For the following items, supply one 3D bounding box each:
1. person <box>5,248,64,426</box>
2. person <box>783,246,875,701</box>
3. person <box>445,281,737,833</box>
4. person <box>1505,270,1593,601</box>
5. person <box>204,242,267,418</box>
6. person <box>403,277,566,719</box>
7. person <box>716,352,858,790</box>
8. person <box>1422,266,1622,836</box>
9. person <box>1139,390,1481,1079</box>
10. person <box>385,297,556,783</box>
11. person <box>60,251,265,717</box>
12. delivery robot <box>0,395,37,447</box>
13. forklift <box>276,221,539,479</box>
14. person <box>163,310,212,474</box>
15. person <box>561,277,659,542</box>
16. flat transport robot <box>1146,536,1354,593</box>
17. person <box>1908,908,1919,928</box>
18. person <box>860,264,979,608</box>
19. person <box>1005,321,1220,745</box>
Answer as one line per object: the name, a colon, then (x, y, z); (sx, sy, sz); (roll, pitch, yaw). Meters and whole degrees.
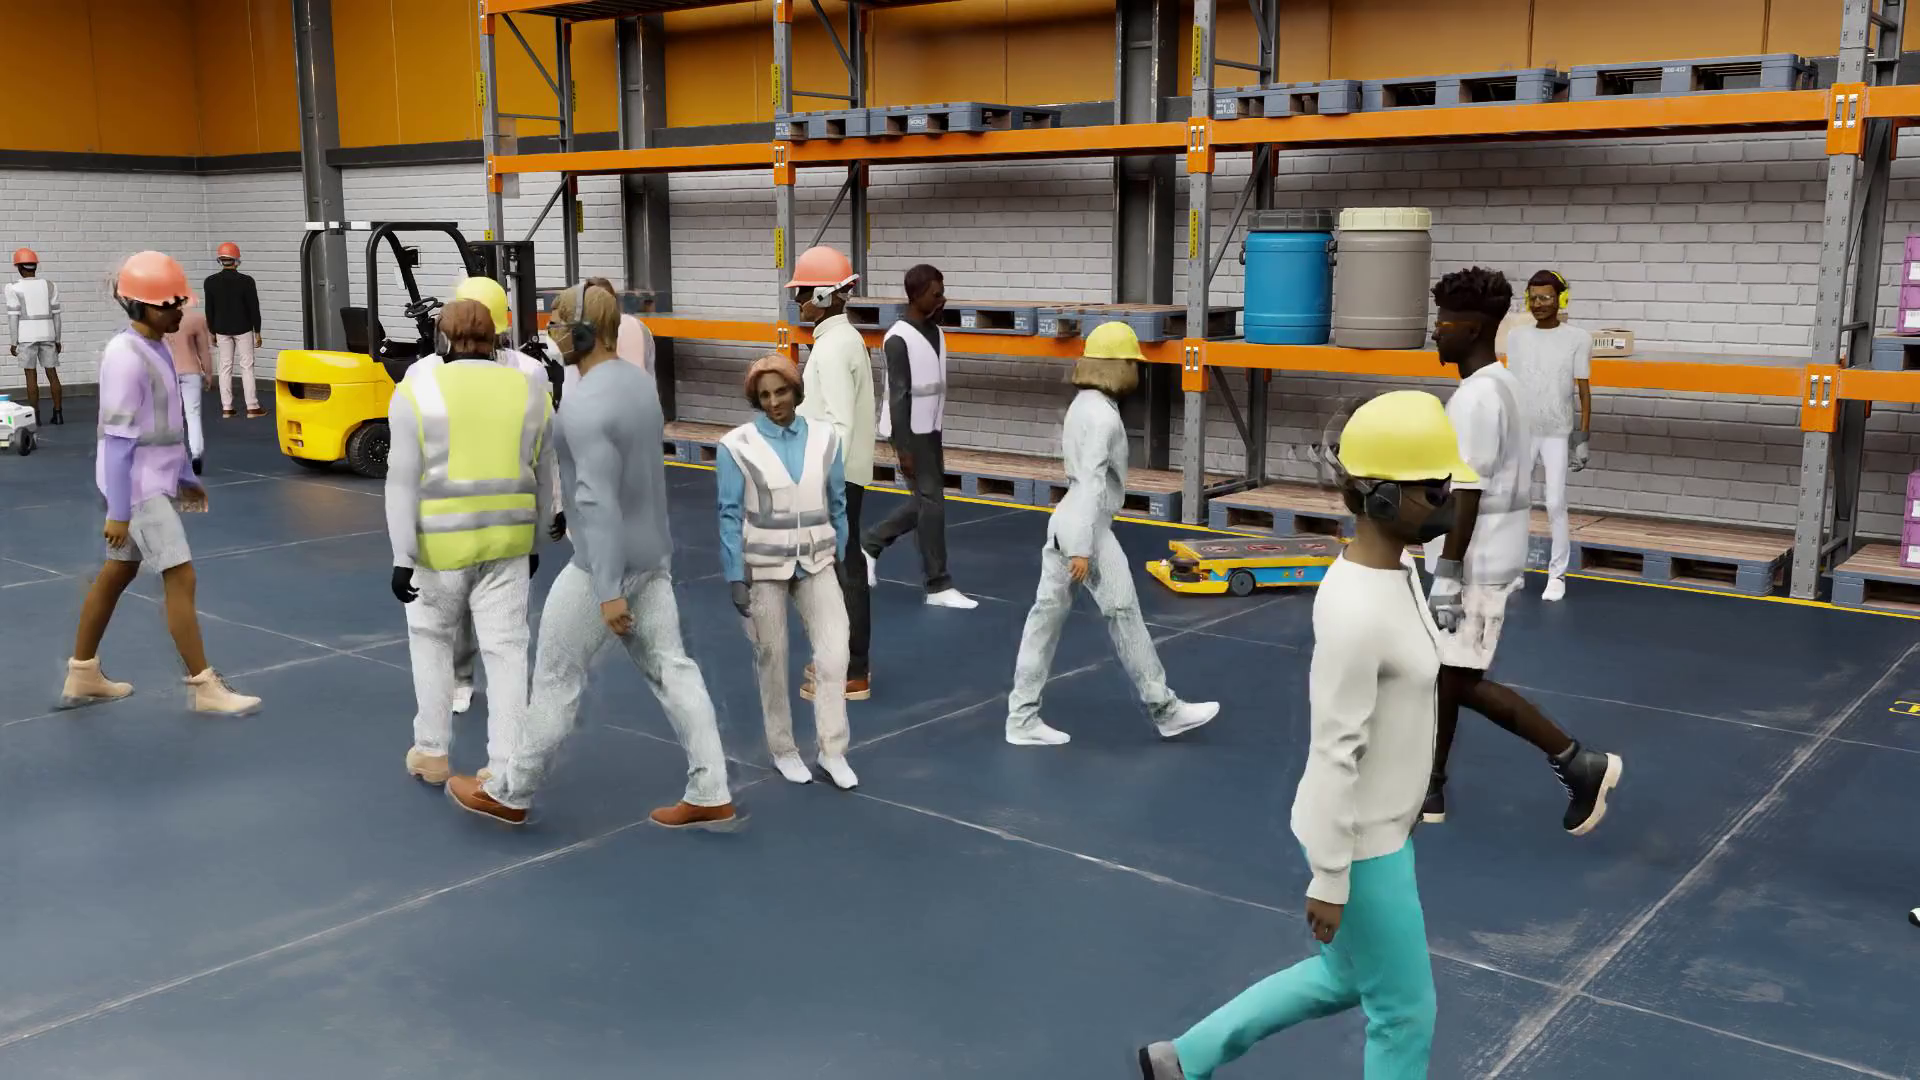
person: (-10.088, -2.204, 18.133); (0.356, 1.938, 0.544); (8, 13, 38)
person: (-0.569, -0.287, 7.346); (0.396, 1.991, 0.621); (0, 10, 1)
person: (-1.236, 0.081, 5.626); (1.034, 1.878, 0.639); (2, 10, 11)
person: (3.290, -0.586, 9.392); (0.538, 1.860, 0.326); (8, 13, 38)
person: (-8.272, -2.388, 18.983); (0.615, 1.997, 0.373); (0, 10, 0)
person: (-1.979, -0.143, 6.892); (0.713, 1.862, 0.911); (-5, 11, -24)
person: (-0.608, 0.134, 6.041); (0.531, 1.614, 0.578); (-5, 12, -27)
person: (1.790, 0.062, 5.562); (0.790, 1.945, 0.615); (4, 11, 21)
person: (0.746, 0.563, 3.323); (0.735, 1.743, 0.527); (4, 11, 19)
person: (-1.823, 0.024, 6.125); (0.641, 1.813, 0.745); (-7, 12, -34)
person: (-3.497, -0.218, 7.071); (0.892, 1.989, 0.673); (-3, 11, -18)
delivery robot: (-9.049, -1.133, 15.764); (0.477, 0.478, 0.707); (-2, 11, -12)
forklift: (-4.922, -1.741, 14.854); (1.214, 2.155, 2.313); (8, 13, 38)
person: (-6.782, -1.438, 14.452); (0.531, 1.737, 0.840); (-5, 12, -27)
person: (-2.218, -0.713, 10.272); (0.965, 1.788, 0.636); (7, 12, 34)
flat transport robot: (1.873, 0.135, 9.785); (1.431, 0.197, 0.652); (-1, 10, -8)
person: (3.185, 0.267, 4.689); (0.999, 1.842, 0.738); (0, 10, 2)
person: (-0.265, -0.580, 9.254); (0.734, 1.905, 0.609); (4, 11, 21)
person: (0.599, -0.014, 6.637); (0.913, 1.688, 0.496); (-2, 11, -13)
